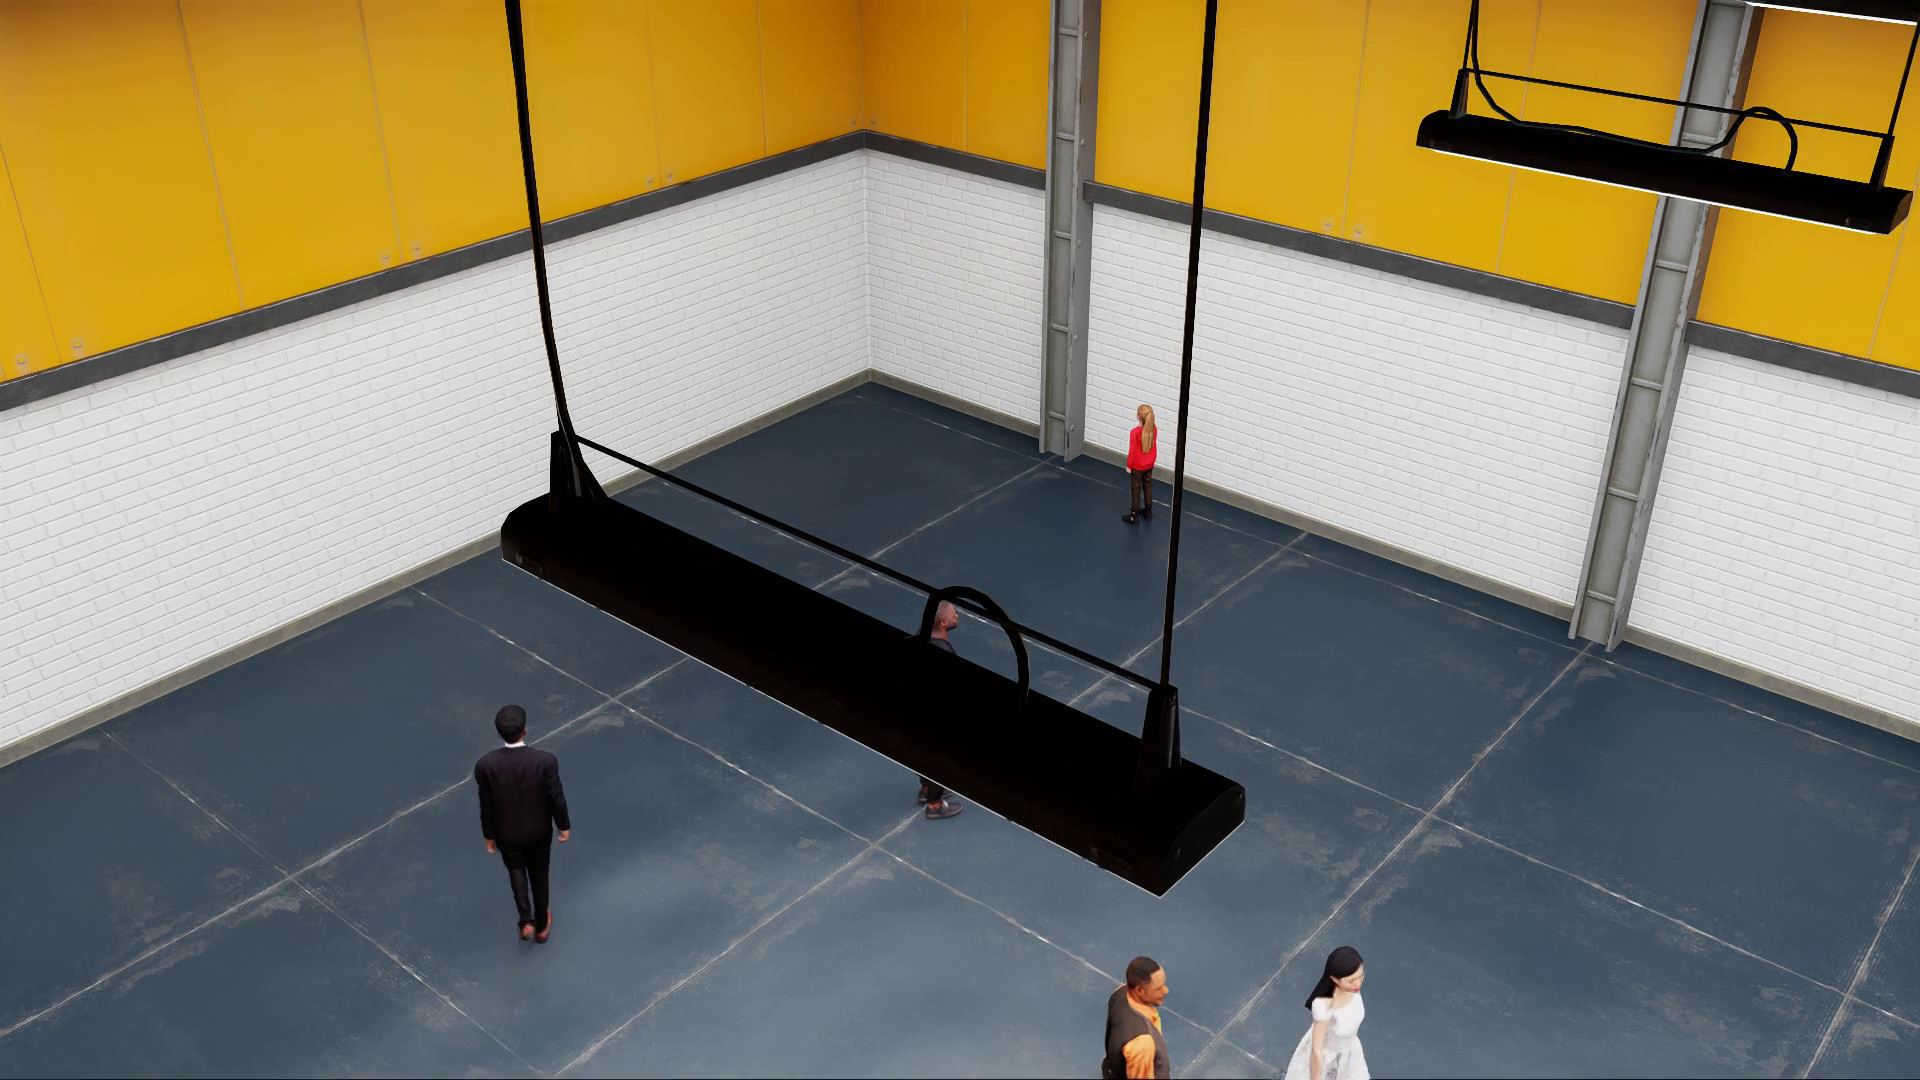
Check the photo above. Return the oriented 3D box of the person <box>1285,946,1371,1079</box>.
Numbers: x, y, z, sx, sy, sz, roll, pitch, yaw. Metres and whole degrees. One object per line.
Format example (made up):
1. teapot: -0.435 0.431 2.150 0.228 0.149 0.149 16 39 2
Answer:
1. person: 1.970 2.939 9.346 1.027 1.737 0.603 22 35 34

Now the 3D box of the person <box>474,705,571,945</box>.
1. person: -2.900 1.957 11.009 0.879 1.870 0.930 -5 29 -9

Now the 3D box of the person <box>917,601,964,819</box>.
1. person: -0.171 1.242 12.375 0.807 1.817 0.663 -13 31 -22

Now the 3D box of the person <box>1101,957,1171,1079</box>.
1. person: 0.920 3.020 9.021 0.843 1.908 0.782 -3 29 -5

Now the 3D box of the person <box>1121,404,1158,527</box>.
1. person: 1.814 -0.768 16.619 0.544 1.281 0.558 -19 34 -31
